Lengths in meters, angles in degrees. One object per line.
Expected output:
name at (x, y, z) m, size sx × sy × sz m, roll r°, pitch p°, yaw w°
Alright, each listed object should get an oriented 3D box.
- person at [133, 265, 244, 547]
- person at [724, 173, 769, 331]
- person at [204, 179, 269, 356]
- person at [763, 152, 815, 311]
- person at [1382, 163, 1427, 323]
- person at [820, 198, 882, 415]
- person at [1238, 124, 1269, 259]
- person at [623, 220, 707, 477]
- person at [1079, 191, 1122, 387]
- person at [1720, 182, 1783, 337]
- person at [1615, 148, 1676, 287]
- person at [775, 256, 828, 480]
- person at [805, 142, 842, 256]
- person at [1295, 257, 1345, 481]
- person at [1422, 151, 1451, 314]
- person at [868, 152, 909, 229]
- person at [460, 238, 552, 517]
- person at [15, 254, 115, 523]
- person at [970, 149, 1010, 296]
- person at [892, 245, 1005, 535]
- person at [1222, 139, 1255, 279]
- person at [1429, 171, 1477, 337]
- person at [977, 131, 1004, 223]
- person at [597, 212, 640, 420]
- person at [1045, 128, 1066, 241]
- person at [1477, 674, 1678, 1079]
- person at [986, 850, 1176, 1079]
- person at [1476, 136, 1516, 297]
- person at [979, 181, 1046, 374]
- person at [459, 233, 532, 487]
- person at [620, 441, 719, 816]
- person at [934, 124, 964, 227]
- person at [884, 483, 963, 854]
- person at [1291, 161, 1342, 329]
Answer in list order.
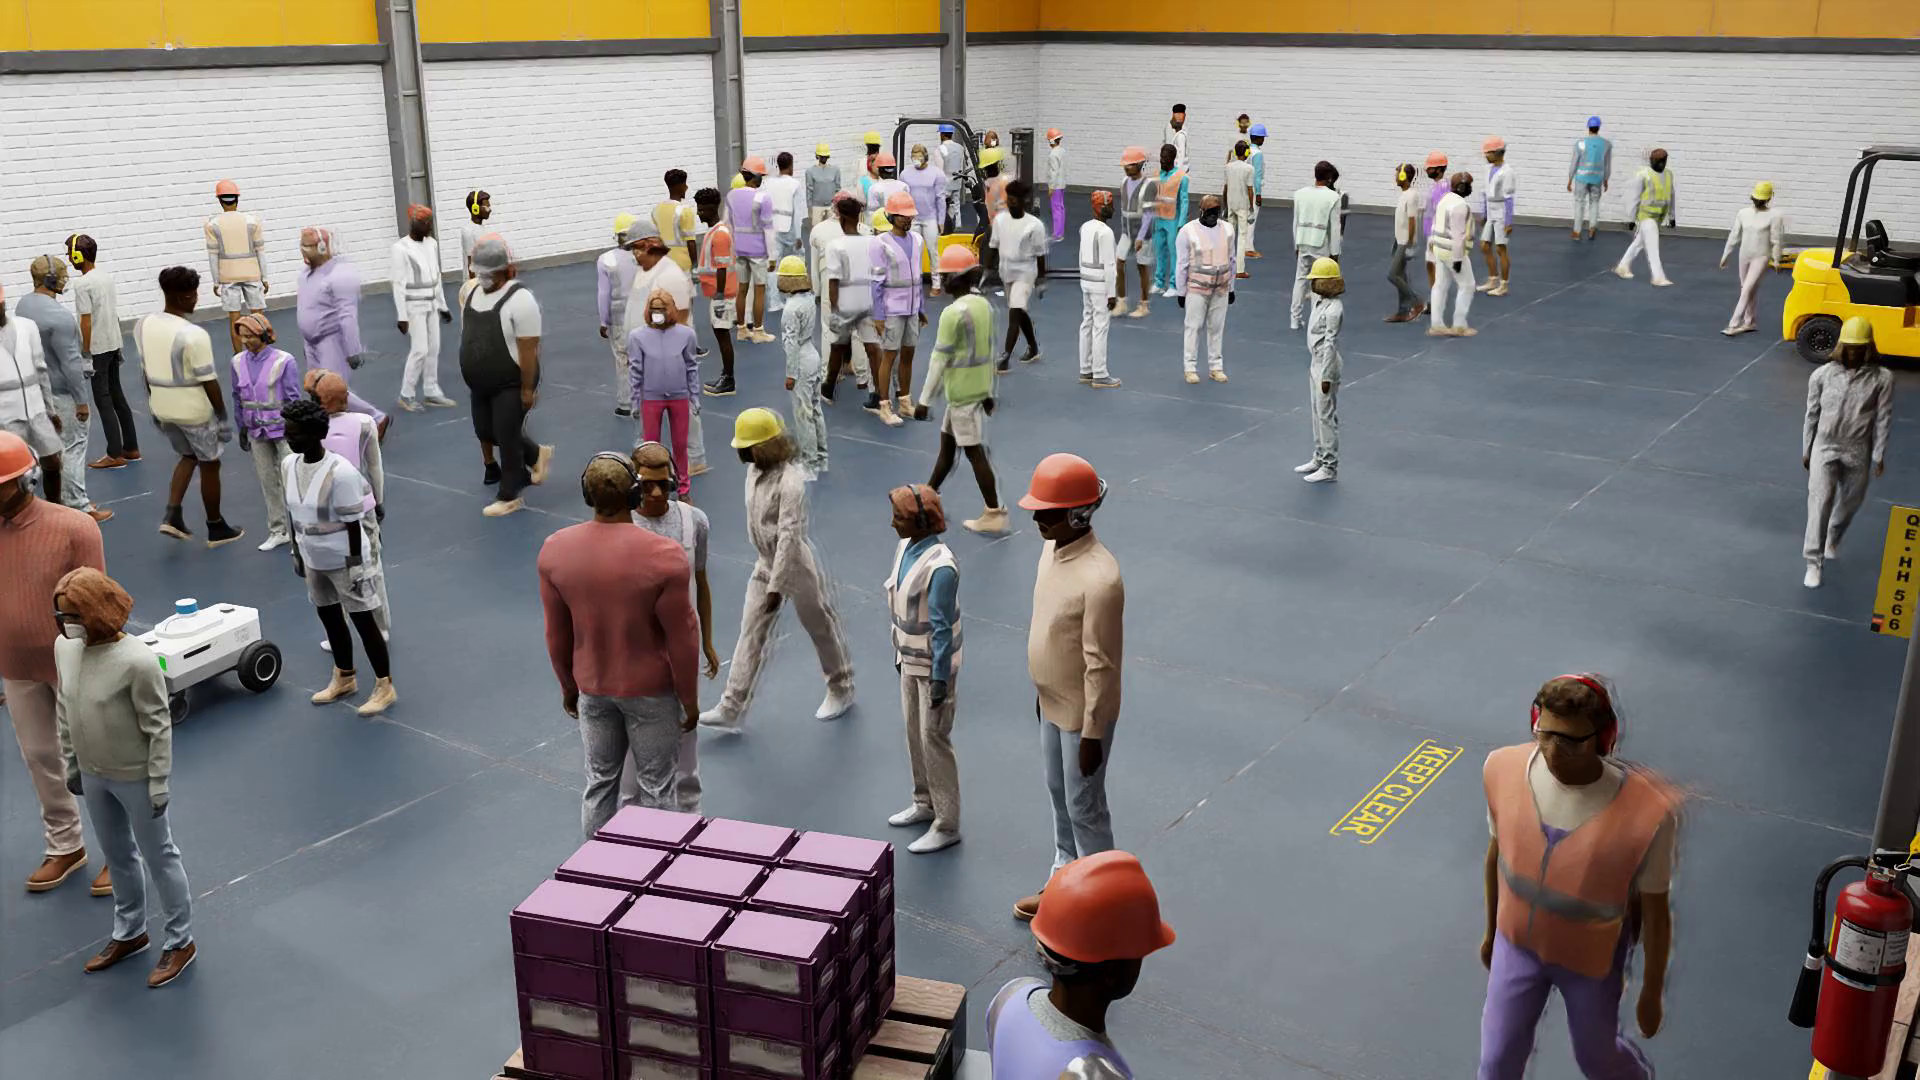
person at (-5.163, -0.881, 11.164) m, size 0.645 × 1.943 × 0.501 m, roll 8°, pitch 19°, yaw 24°
person at (-2.430, -3.247, 18.815) m, size 0.482 × 1.794 × 0.612 m, roll -3°, pitch 18°, yaw -8°
person at (-7.233, -2.640, 16.695) m, size 0.542 × 1.930 × 0.367 m, roll -9°, pitch 20°, yaw -26°
person at (-2.077, -3.780, 20.324) m, size 0.616 × 1.879 × 0.908 m, roll 11°, pitch 21°, yaw 30°
person at (5.178, -3.442, 19.348) m, size 0.421 × 1.842 × 0.515 m, roll 3°, pitch 18°, yaw 10°
person at (-1.002, -2.138, 15.147) m, size 0.655 × 1.911 × 0.979 m, roll -12°, pitch 21°, yaw -32°
person at (4.298, -5.118, 24.435) m, size 0.414 × 1.939 × 0.605 m, roll -3°, pitch 18°, yaw -9°
person at (-2.320, -1.506, 12.967) m, size 0.549 × 2.000 × 0.714 m, roll -14°, pitch 22°, yaw -37°
person at (1.349, -2.425, 16.099) m, size 0.355 × 1.883 × 0.575 m, roll -8°, pitch 19°, yaw -23°
person at (8.766, -3.118, 18.516) m, size 0.847 × 1.715 × 0.572 m, roll -10°, pitch 20°, yaw -29°
person at (9.227, -4.336, 22.250) m, size 0.636 × 1.790 × 1.007 m, roll -9°, pitch 20°, yaw -26°
person at (-1.253, -1.337, 12.941) m, size 0.354 × 1.736 × 0.487 m, roll 4°, pitch 18°, yaw 13°
person at (-1.914, -4.709, 23.446) m, size 0.517 × 1.757 × 0.337 m, roll -7°, pitch 19°, yaw -20°
person at (2.798, -1.319, 12.881) m, size 0.327 × 1.734 × 0.481 m, roll 1°, pitch 18°, yaw 2°
person at (5.678, -3.683, 19.966) m, size 0.386 × 1.929 × 0.547 m, roll 6°, pitch 19°, yaw 19°
person at (-0.869, -3.644, 19.841) m, size 0.547 × 1.929 × 0.387 m, roll -10°, pitch 20°, yaw -29°
person at (-3.278, -1.215, 12.057) m, size 0.700 × 2.000 × 0.725 m, roll 12°, pitch 21°, yaw 34°
person at (-6.319, -1.040, 11.701) m, size 0.635 × 1.928 × 0.383 m, roll 13°, pitch 22°, yaw 35°
person at (0.393, -3.989, 21.021) m, size 0.853 × 1.862 × 0.650 m, roll -7°, pitch 19°, yaw -20°
person at (-0.097, -1.040, 11.583) m, size 1.003 × 1.999 × 0.614 m, roll 7°, pitch 19°, yaw 21°
person at (3.790, -4.483, 22.578) m, size 0.334 × 1.860 × 0.509 m, roll -17°, pitch 24°, yaw -42°
person at (5.587, -3.172, 18.519) m, size 0.633 × 1.825 × 0.654 m, roll -2°, pitch 18°, yaw -5°
person at (0.502, -5.930, 27.481) m, size 0.497 × 1.626 × 0.287 m, roll -9°, pitch 20°, yaw -25°
person at (-2.933, -1.991, 14.821) m, size 0.602 × 1.830 × 0.404 m, roll -9°, pitch 20°, yaw -26°
person at (1.494, -5.608, 26.265) m, size 0.339 × 1.748 × 0.564 m, roll 6°, pitch 19°, yaw 17°
person at (1.849, 1.183, 4.955) m, size 0.581 × 1.806 × 0.919 m, roll 17°, pitch 24°, yaw 42°
person at (0.258, 1.556, 3.576) m, size 0.386 × 1.929 × 0.543 m, roll -7°, pitch 19°, yaw -20°
person at (6.808, -4.109, 21.162) m, size 0.470 × 2.017 × 0.675 m, roll -2°, pitch 18°, yaw -7°
person at (0.564, -2.672, 16.836) m, size 0.621 × 1.914 × 1.024 m, roll 16°, pitch 23°, yaw 40°
person at (-3.519, -1.363, 12.692) m, size 0.547 × 1.934 × 0.375 m, roll 10°, pitch 20°, yaw 27°
person at (-1.291, 0.465, 7.120) m, size 0.516 × 1.842 × 0.328 m, roll -8°, pitch 20°, yaw -24°
person at (-0.189, -5.323, 25.057) m, size 0.390 × 1.948 × 0.605 m, roll 14°, pitch 23°, yaw 38°
person at (-0.150, 0.540, 7.235) m, size 0.314 × 1.631 × 0.525 m, roll -7°, pitch 19°, yaw -22°
person at (4.034, -3.331, 18.892) m, size 0.597 × 1.910 × 0.391 m, roll 15°, pitch 23°, yaw 38°
